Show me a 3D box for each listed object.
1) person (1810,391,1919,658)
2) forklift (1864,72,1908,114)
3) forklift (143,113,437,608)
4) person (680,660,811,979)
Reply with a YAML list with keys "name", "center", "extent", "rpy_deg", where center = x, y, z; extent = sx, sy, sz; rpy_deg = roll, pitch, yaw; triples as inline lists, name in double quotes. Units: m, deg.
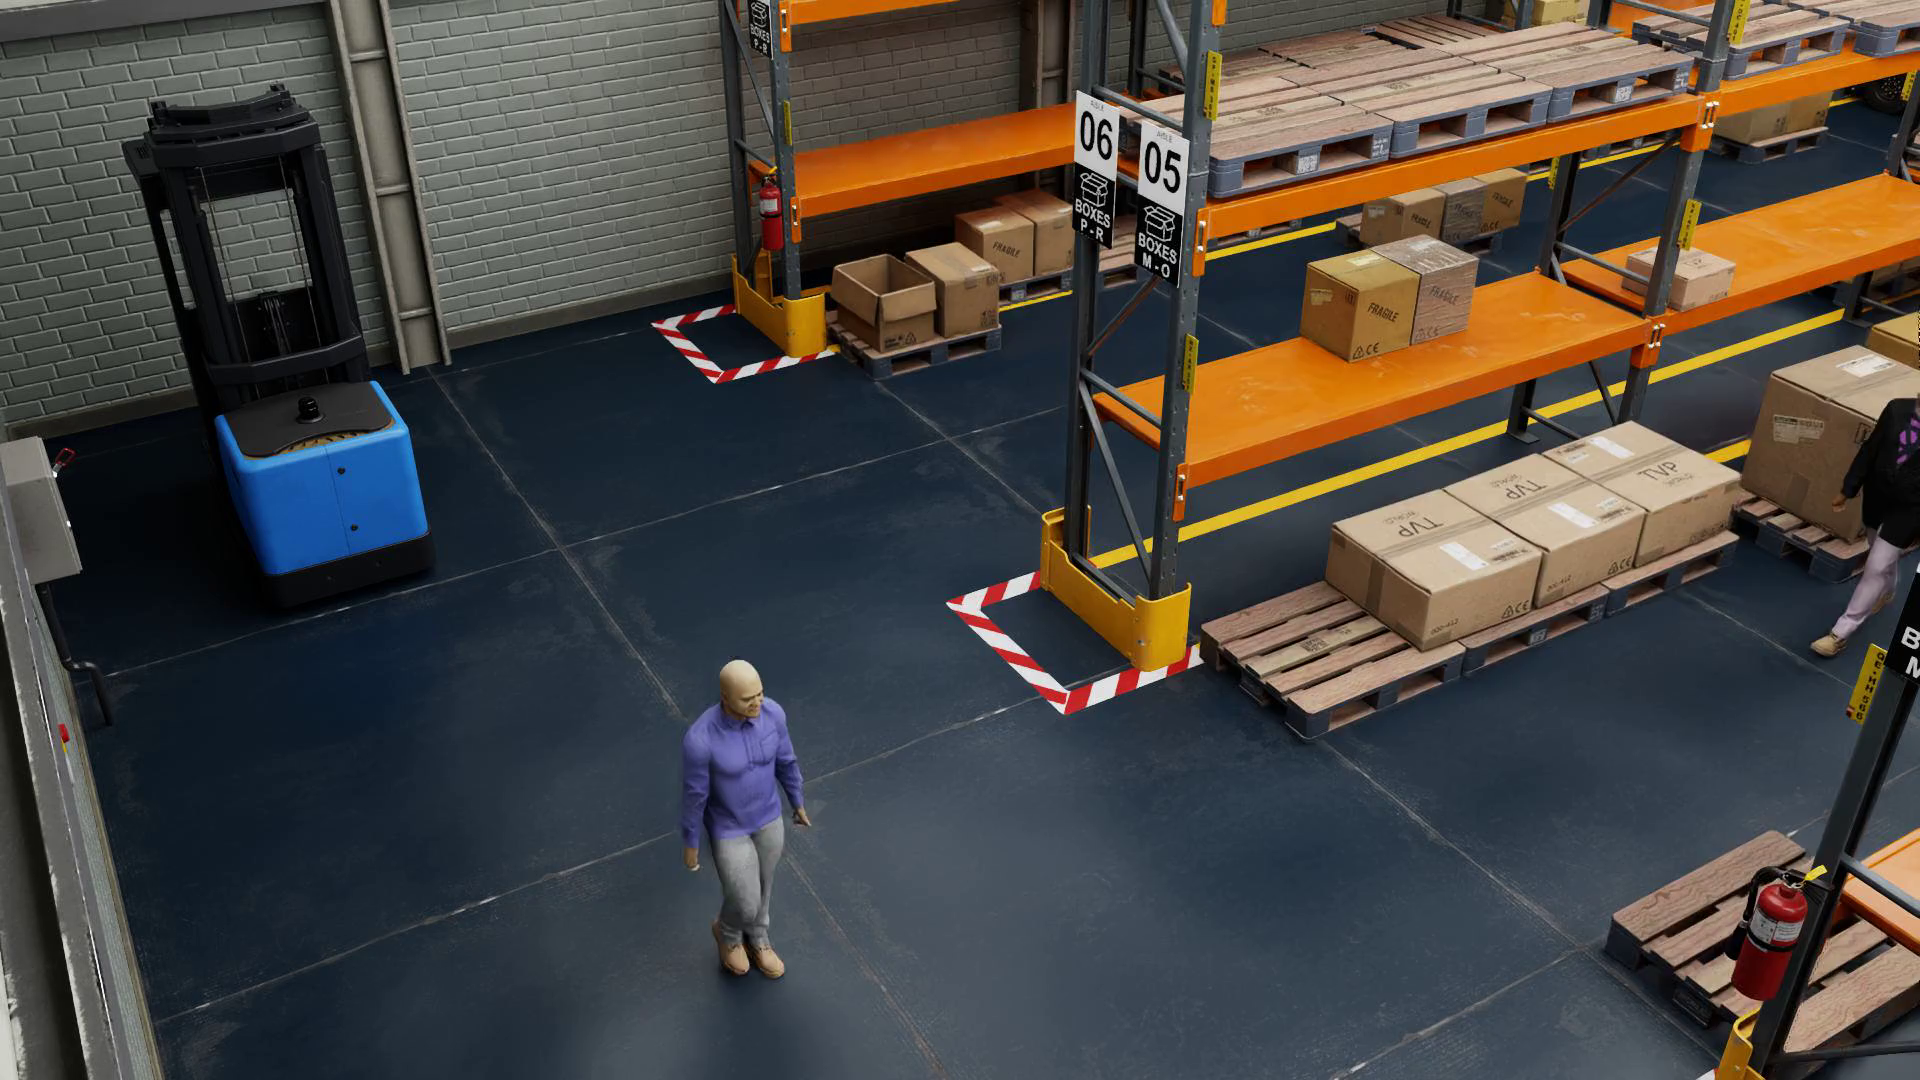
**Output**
- name: "person"
  center: [5.527, -0.217, 9.839]
  extent: [1.000, 1.806, 0.533]
  rpy_deg: [-17, 35, -25]
- name: "forklift"
  center: [11.468, -5.645, 18.244]
  extent: [1.214, 2.155, 2.313]
  rpy_deg: [-17, 36, -26]
- name: "forklift"
  center: [-4.289, -1.259, 10.509]
  extent: [1.129, 2.768, 1.873]
  rpy_deg: [-17, 36, -26]
- name: "person"
  center: [-0.954, 1.273, 7.441]
  extent: [0.617, 1.782, 0.476]
  rpy_deg: [-24, 39, -33]
